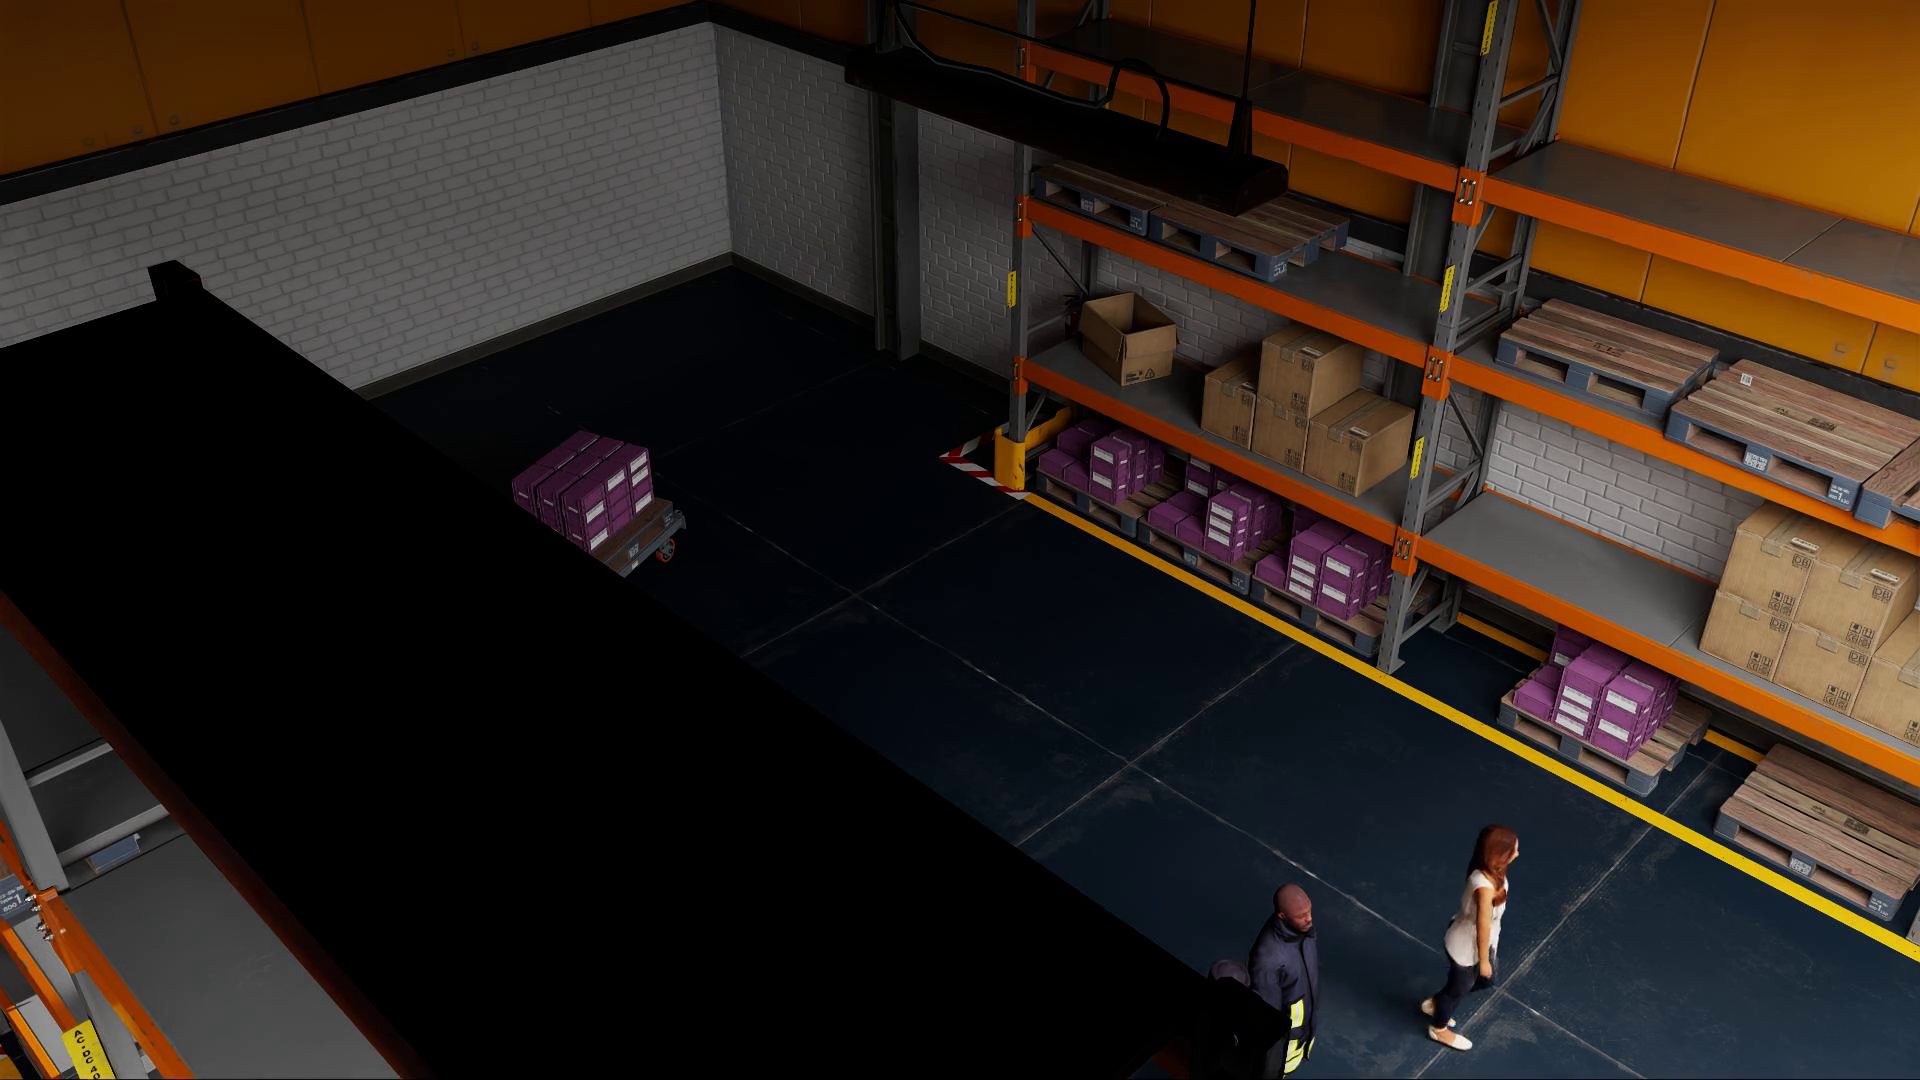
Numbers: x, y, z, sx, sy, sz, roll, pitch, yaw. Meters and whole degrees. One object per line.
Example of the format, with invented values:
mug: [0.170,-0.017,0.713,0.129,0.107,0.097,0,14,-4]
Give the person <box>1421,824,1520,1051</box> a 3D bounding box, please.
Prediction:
person: [2.845,2.280,9.564,0.700,1.774,0.668,14,36,19]

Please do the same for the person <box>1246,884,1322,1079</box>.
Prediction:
person: [1.725,2.558,9.103,0.745,1.822,0.803,20,38,27]
